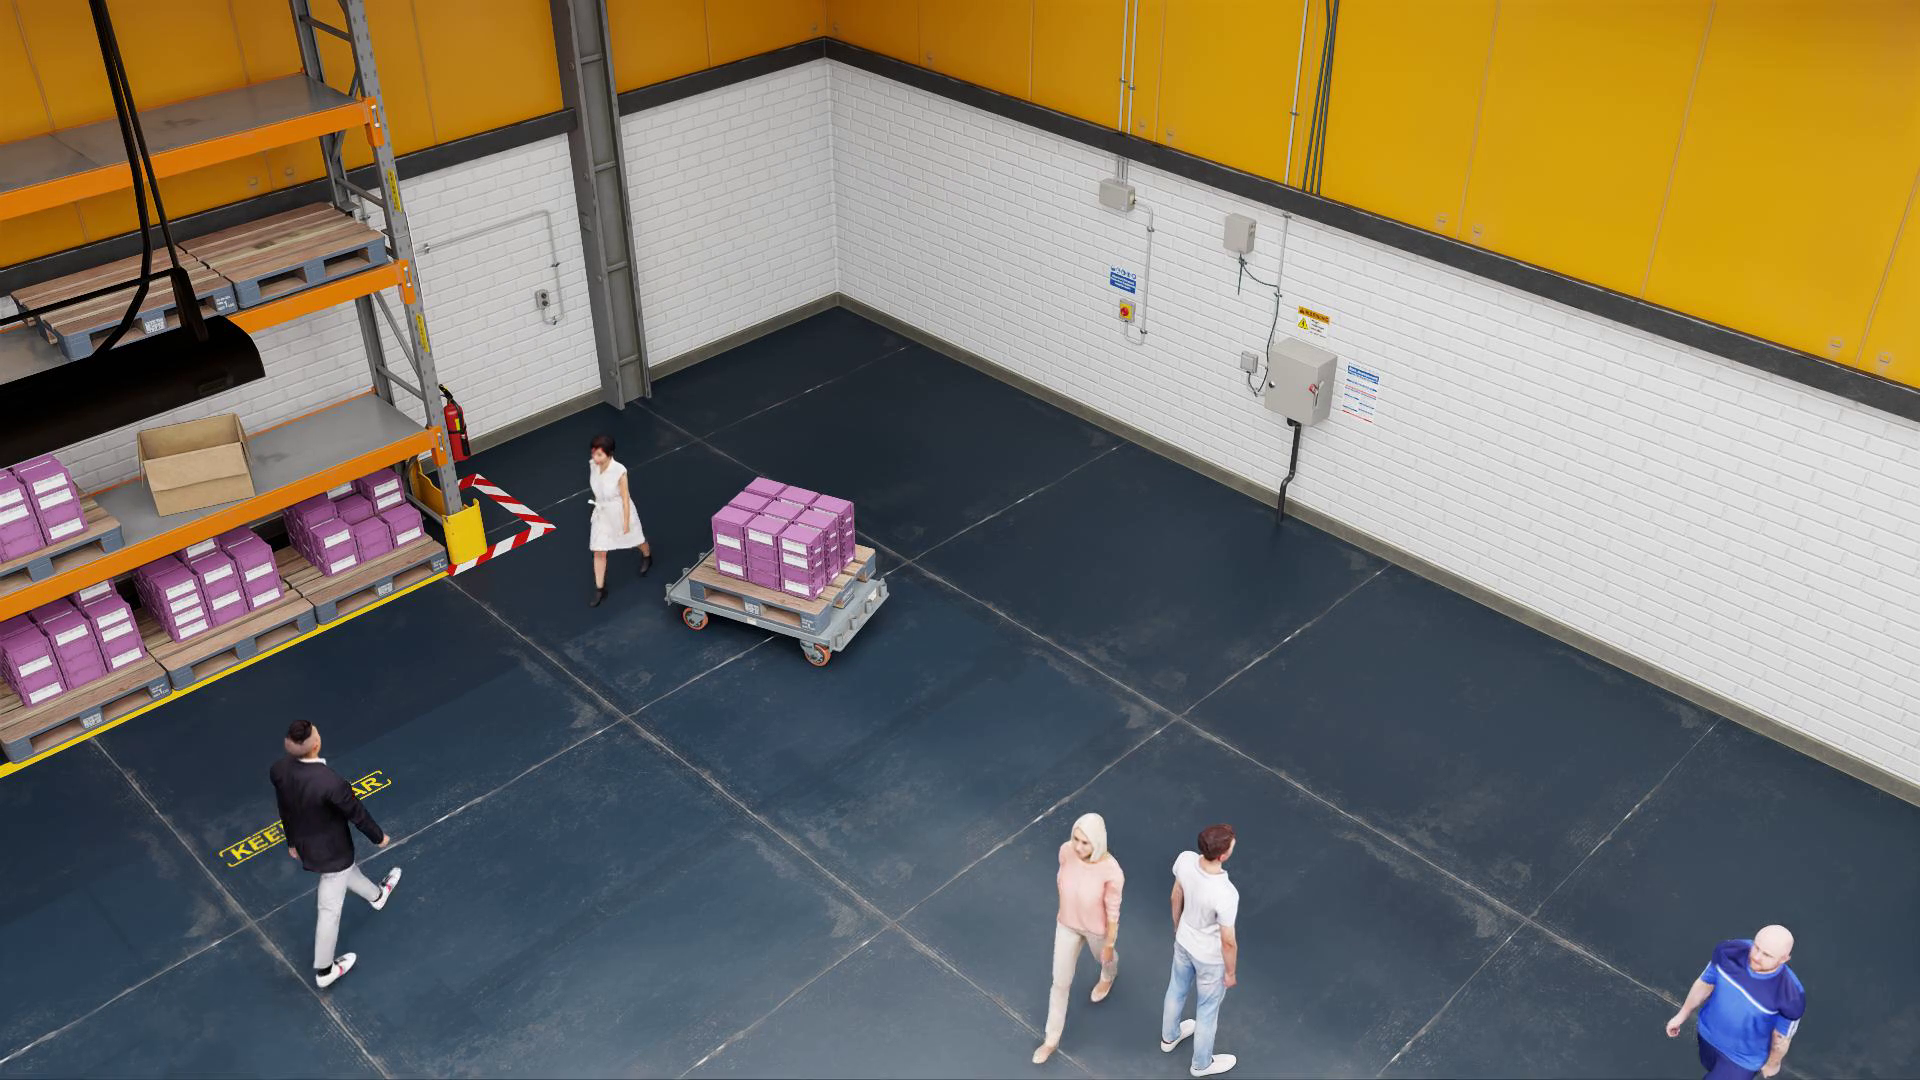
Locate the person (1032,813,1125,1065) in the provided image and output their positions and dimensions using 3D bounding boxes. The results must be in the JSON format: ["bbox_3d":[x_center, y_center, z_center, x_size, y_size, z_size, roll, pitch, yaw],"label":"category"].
[{"bbox_3d":[0.809,2.254,9.921,0.774,1.674,1.175,20,38,27],"label":"person"}]

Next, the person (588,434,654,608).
[{"bbox_3d":[-2.808,-0.235,13.815,0.770,1.509,1.078,15,37,22],"label":"person"}]

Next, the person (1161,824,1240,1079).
[{"bbox_3d":[1.398,2.354,9.610,0.605,1.851,0.693,-20,39,-28],"label":"person"}]

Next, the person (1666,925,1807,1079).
[{"bbox_3d":[4.281,2.718,9.117,1.278,1.791,0.945,-15,37,-22],"label":"person"}]

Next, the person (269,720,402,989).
[{"bbox_3d":[-3.953,1.936,10.191,0.956,1.904,1.263,16,37,23],"label":"person"}]
